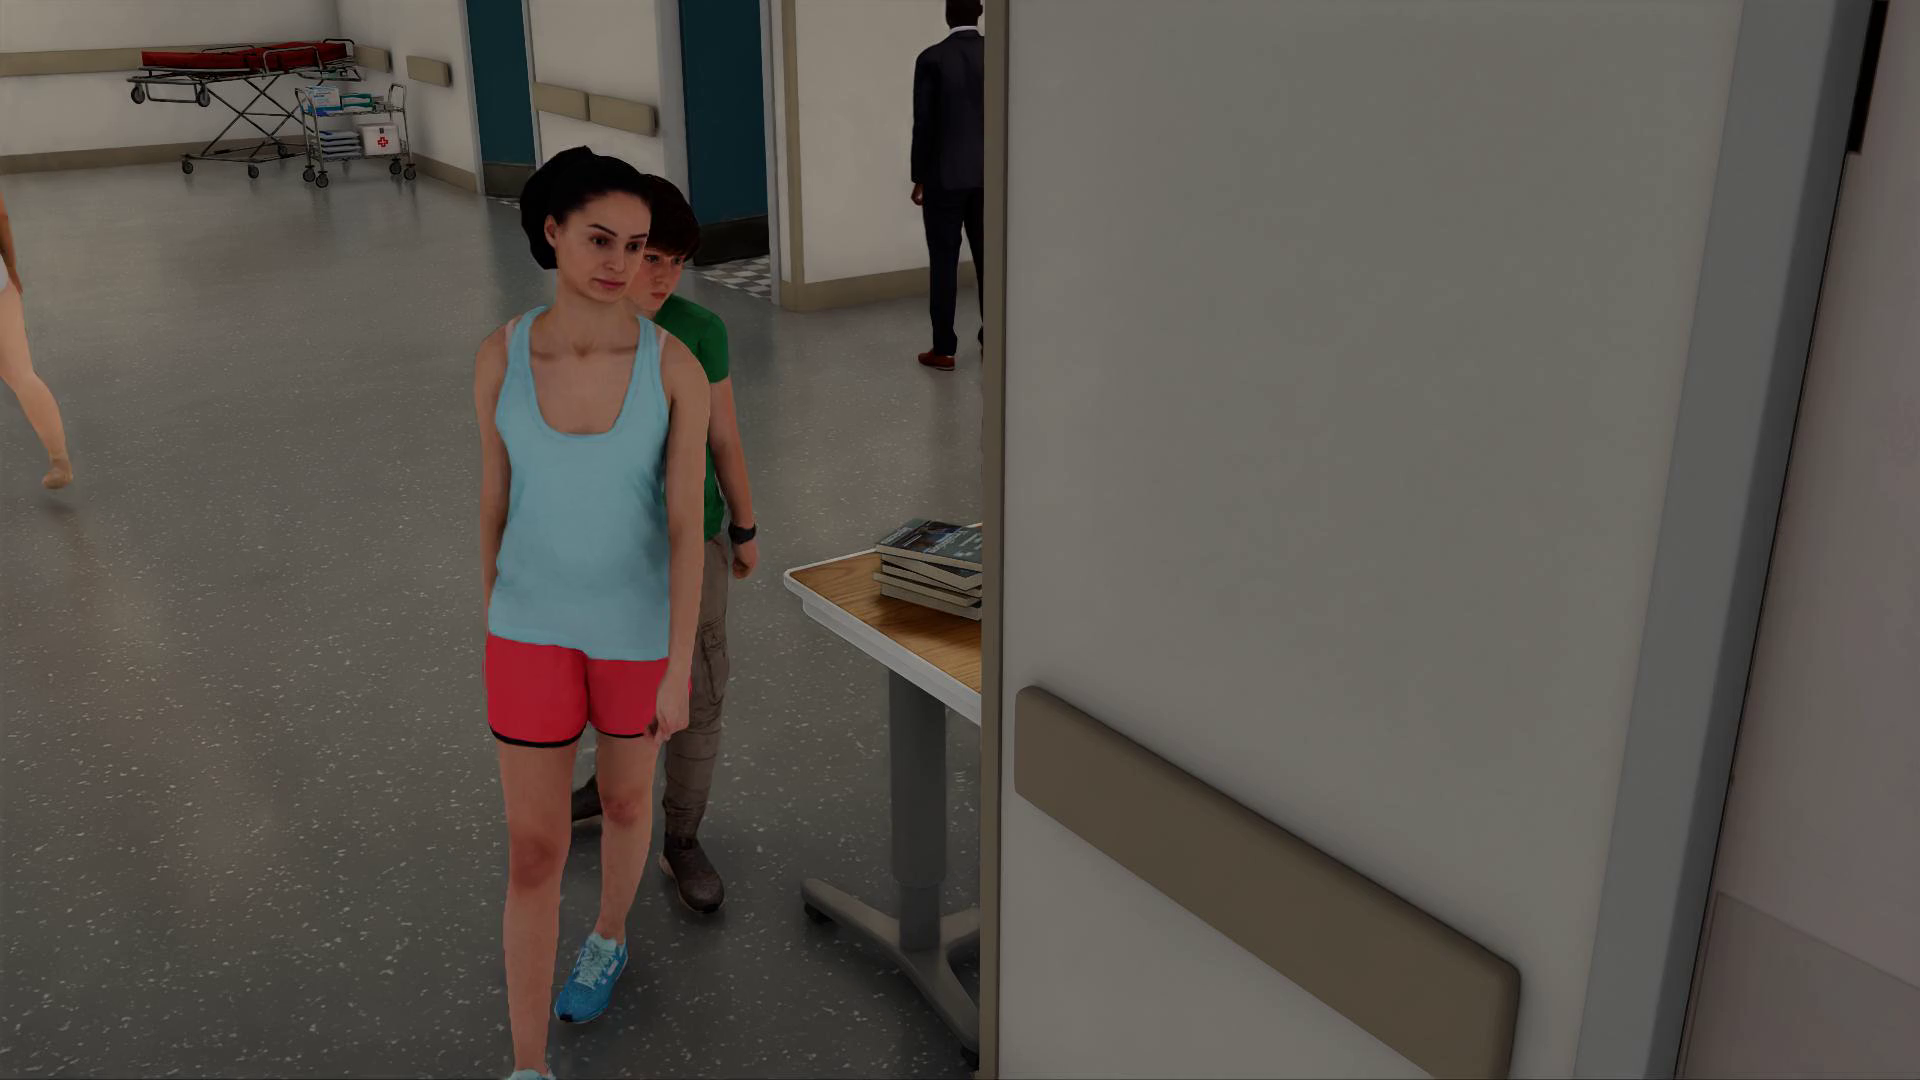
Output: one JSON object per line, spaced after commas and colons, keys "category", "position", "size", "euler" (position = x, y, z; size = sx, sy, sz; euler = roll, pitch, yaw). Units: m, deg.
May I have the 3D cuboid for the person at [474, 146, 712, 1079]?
{"category": "person", "position": [-0.655, 0.170, 3.104], "size": [0.945, 1.733, 1.095], "euler": [1, 21, 2]}

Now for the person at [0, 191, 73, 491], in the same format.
{"category": "person", "position": [-3.639, -0.918, 6.157], "size": [1.139, 1.604, 0.814], "euler": [15, 25, 34]}

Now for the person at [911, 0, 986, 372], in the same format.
{"category": "person", "position": [0.014, -1.737, 8.011], "size": [0.752, 1.824, 0.676], "euler": [-8, 22, -20]}

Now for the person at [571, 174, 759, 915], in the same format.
{"category": "person", "position": [-0.704, 0.002, 3.706], "size": [0.890, 1.621, 0.937], "euler": [4, 21, 10]}
